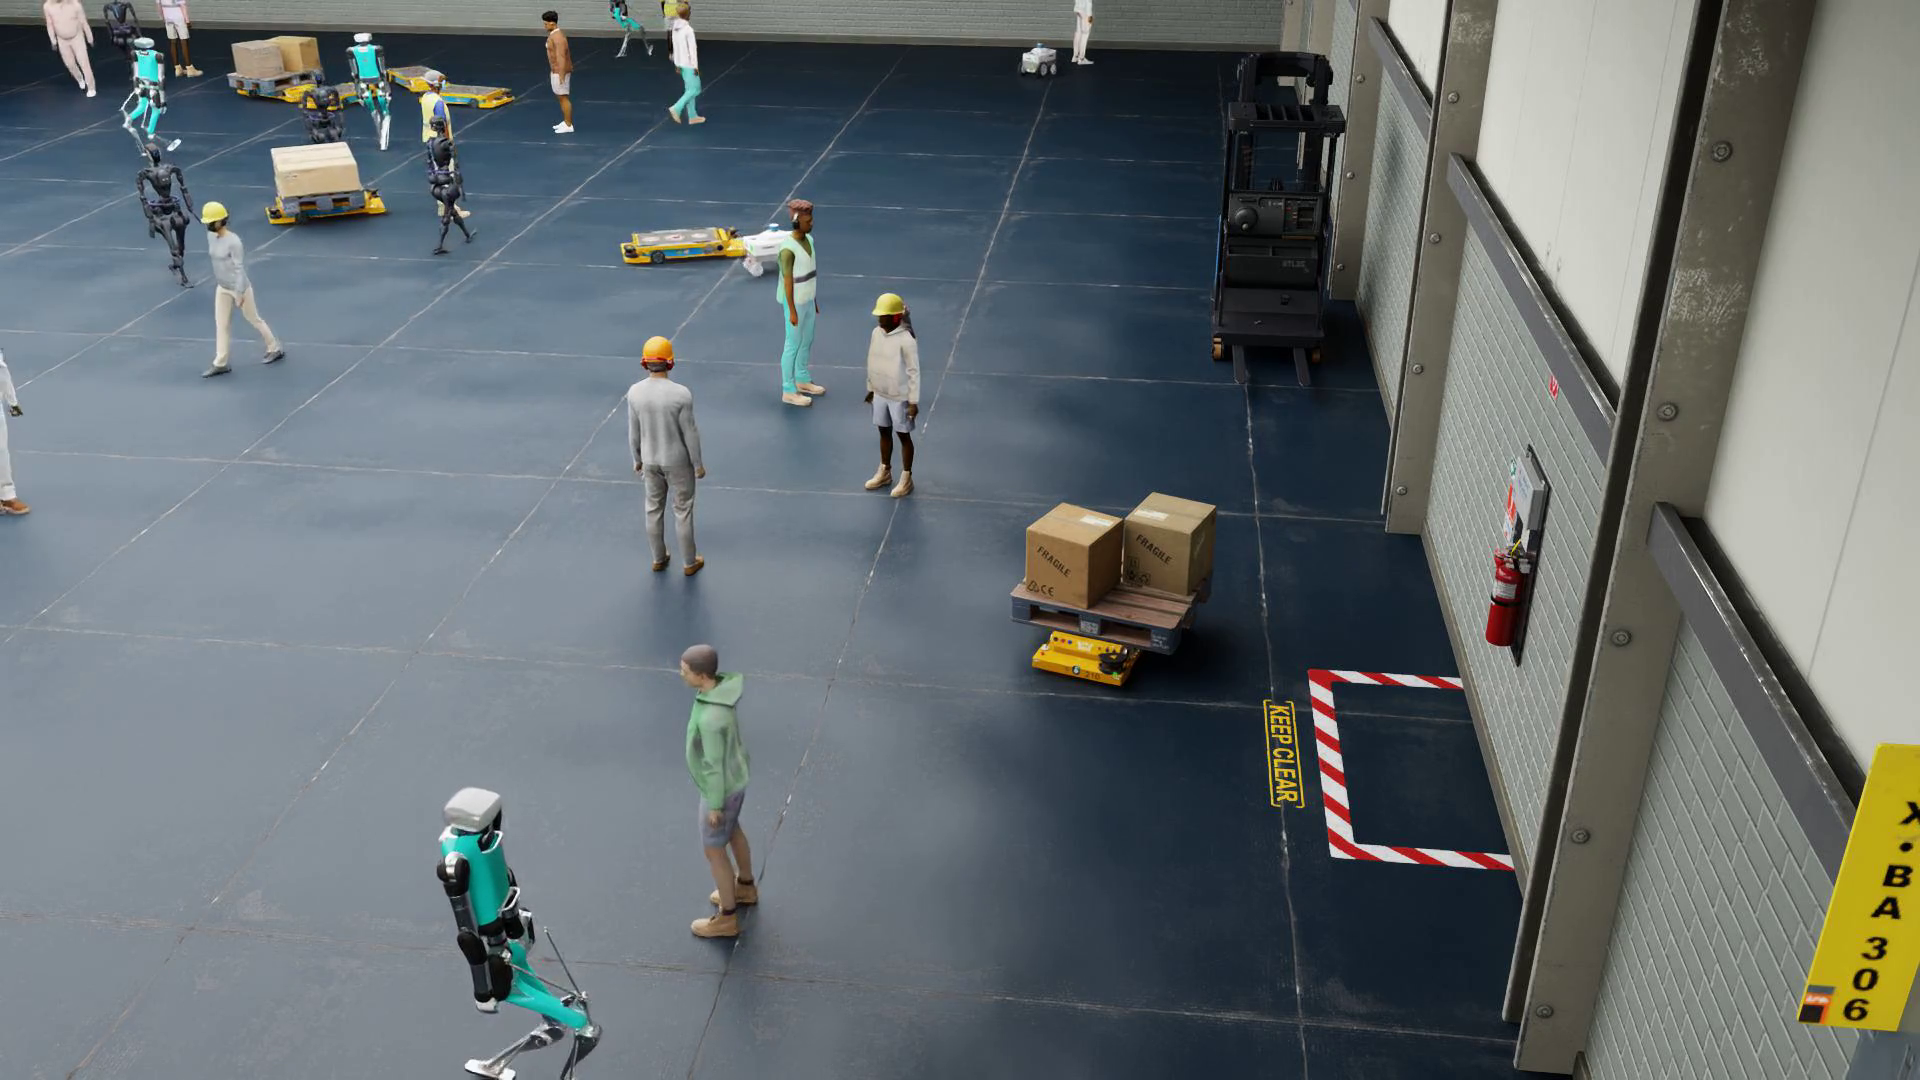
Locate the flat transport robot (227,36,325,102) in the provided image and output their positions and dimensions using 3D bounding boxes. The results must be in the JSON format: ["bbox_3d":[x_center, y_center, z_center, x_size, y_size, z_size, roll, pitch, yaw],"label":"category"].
[{"bbox_3d":[-11.690,-7.754,28.618,1.431,0.231,0.659,15,30,27],"label":"flat transport robot"}]

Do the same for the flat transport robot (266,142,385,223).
[{"bbox_3d":[-8.374,-4.401,21.924,1.431,0.231,0.659,-12,29,-22],"label":"flat transport robot"}]

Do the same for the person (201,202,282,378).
[{"bbox_3d":[-7.247,-2.513,16.531,0.531,1.721,0.816,16,31,28],"label":"person"}]

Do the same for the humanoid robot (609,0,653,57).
[{"bbox_3d":[-6.259,-10.079,31.654,0.932,1.799,0.553,-20,33,-35],"label":"humanoid robot"}]

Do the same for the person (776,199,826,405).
[{"bbox_3d":[-1.533,-2.261,15.763,0.386,1.971,0.479,11,29,21],"label":"person"}]

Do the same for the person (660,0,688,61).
[{"bbox_3d":[-5.354,-9.886,31.277,0.540,1.695,0.315,4,27,8],"label":"person"}]

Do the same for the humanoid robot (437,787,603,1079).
[{"bbox_3d":[-1.978,1.933,7.654,0.894,1.780,0.544,2,27,4],"label":"humanoid robot"}]

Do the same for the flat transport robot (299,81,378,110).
[{"bbox_3d":[-10.445,-7.502,28.114,0.659,0.231,1.431,9,28,17],"label":"flat transport robot"}]

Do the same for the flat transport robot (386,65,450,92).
[{"bbox_3d":[-9.617,-8.172,29.453,0.659,0.231,1.431,-18,32,-32],"label":"flat transport robot"}]

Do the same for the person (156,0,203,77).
[{"bbox_3d":[-14.084,-9.373,29.873,0.606,2.044,0.373,9,28,17],"label":"person"}]

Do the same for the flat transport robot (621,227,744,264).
[{"bbox_3d":[-3.400,-3.598,20.321,1.431,0.231,0.659,-6,27,-13],"label":"flat transport robot"}]

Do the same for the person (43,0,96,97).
[{"bbox_3d":[-15.205,-8.589,28.493,0.660,1.878,0.707,-4,27,-8],"label":"person"}]

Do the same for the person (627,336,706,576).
[{"bbox_3d":[-2.216,-0.625,12.583,0.569,1.889,0.388,6,27,12],"label":"person"}]

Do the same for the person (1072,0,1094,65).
[{"bbox_3d":[2.307,-9.817,30.956,0.390,1.871,0.502,-9,28,-18],"label":"person"}]

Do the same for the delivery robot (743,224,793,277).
[{"bbox_3d":[-2.180,-3.451,19.683,0.756,0.571,0.499,-11,29,-21],"label":"delivery robot"}]

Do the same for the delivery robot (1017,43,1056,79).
[{"bbox_3d":[1.437,-8.704,30.186,0.522,0.587,0.749,17,31,31],"label":"delivery robot"}]

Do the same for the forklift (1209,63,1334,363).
[{"bbox_3d":[3.241,-3.477,17.183,1.129,2.768,1.873,3,27,6],"label":"forklift"}]

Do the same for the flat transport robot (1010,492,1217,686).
[{"bbox_3d":[1.082,0.580,11.981,0.659,0.231,1.431,11,29,21],"label":"flat transport robot"}]

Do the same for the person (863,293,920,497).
[{"bbox_3d":[-0.545,-1.226,13.915,0.544,1.764,0.400,20,33,35],"label":"person"}]

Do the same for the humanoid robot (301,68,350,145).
[{"bbox_3d":[-8.792,-5.707,22.999,0.589,1.643,0.596,-23,35,-38],"label":"humanoid robot"}]

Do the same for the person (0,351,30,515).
[{"bbox_3d":[-7.905,-1.065,13.472,0.429,1.872,0.600,11,29,22],"label":"person"}]

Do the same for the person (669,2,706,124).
[{"bbox_3d":[-4.368,-7.522,26.337,0.620,1.896,0.506,-21,34,-36],"label":"person"}]

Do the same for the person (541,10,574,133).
[{"bbox_3d":[-6.252,-7.334,26.022,0.410,1.843,0.798,-11,28,-20],"label":"person"}]

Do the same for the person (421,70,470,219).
[{"bbox_3d":[-6.718,-5.109,21.529,0.394,1.892,0.542,-19,33,-34],"label":"person"}]

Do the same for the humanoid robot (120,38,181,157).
[{"bbox_3d":[-11.880,-6.381,24.229,0.548,1.724,1.025,8,28,15],"label":"humanoid robot"}]

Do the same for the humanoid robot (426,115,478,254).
[{"bbox_3d":[-6.243,-4.362,20.317,0.609,1.615,0.787,17,31,31],"label":"humanoid robot"}]

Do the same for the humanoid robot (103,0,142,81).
[{"bbox_3d":[-14.832,-8.955,29.507,0.600,1.632,0.775,-3,27,-7],"label":"humanoid robot"}]

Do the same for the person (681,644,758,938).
[{"bbox_3d":[-1.289,1.312,8.887,0.349,1.732,0.502,1,27,2],"label":"person"}]

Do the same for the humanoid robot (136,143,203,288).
[{"bbox_3d":[-9.094,-3.753,19.140,0.791,1.645,0.597,21,33,35],"label":"humanoid robot"}]

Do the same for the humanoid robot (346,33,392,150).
[{"bbox_3d":[-8.776,-6.721,24.990,0.549,1.855,0.863,-4,27,-8],"label":"humanoid robot"}]

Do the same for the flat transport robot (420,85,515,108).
[{"bbox_3d":[-8.327,-7.494,28.098,1.431,0.231,0.659,8,28,15],"label":"flat transport robot"}]
